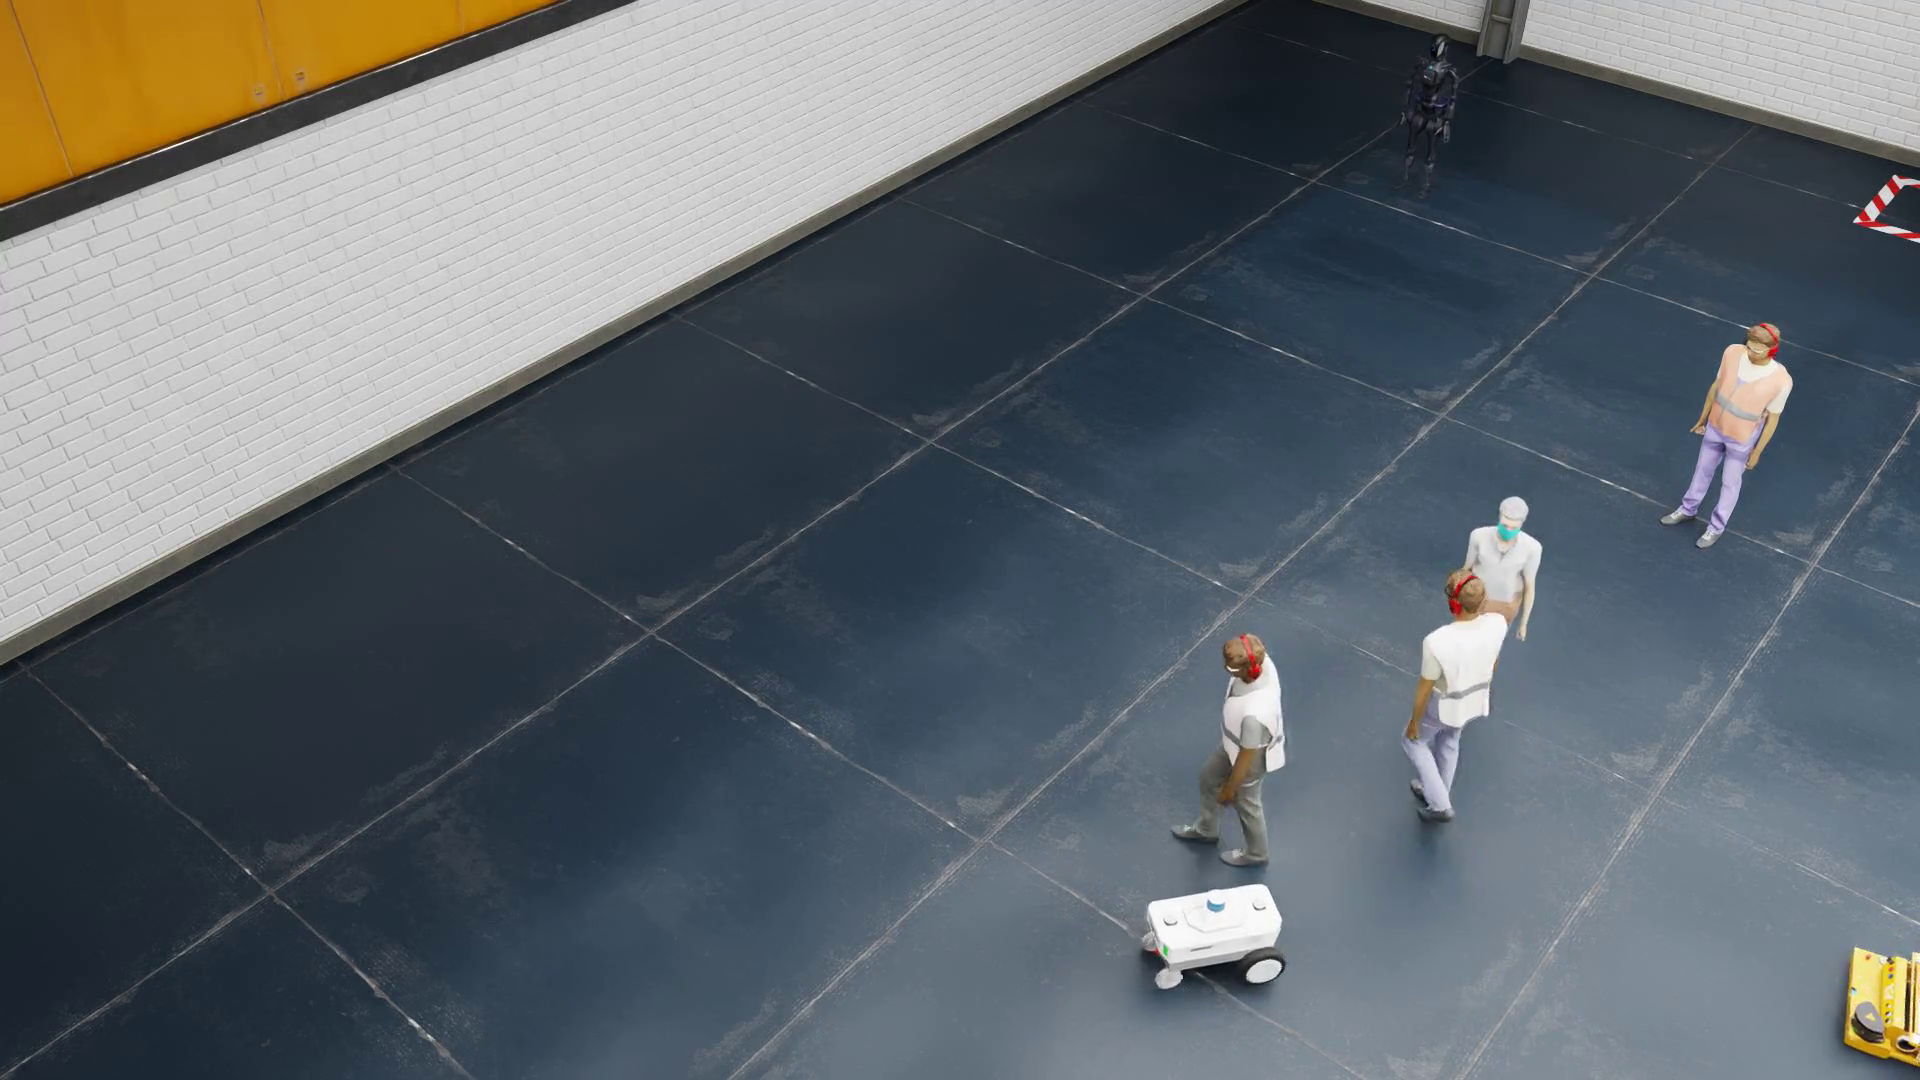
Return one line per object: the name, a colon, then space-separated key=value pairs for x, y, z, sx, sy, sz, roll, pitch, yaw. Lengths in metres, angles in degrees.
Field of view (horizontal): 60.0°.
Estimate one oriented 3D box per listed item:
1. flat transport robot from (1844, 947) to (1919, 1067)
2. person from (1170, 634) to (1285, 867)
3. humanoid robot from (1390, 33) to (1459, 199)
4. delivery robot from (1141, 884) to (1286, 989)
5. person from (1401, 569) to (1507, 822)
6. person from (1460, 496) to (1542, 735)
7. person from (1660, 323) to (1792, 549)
flat transport robot: x=5.578 y=2.681 z=8.958 sx=1.431 sy=0.231 sz=0.659 roll=17 pitch=42 yaw=20
person: x=1.546 y=1.206 z=9.560 sx=0.732 sy=1.808 sz=0.628 roll=5 pitch=39 yaw=6
humanoid robot: x=4.597 y=-4.169 z=16.328 sx=0.315 sy=1.657 sz=0.599 roll=-31 pitch=48 yaw=-33
delivery robot: x=1.421 y=2.190 z=9.334 sx=0.788 sy=0.587 sz=0.499 roll=-7 pitch=39 yaw=-9
person: x=2.891 y=0.974 z=9.841 sx=0.620 sy=1.818 sz=0.458 roll=-18 pitch=42 yaw=-21
person: x=3.414 y=0.391 z=10.661 sx=0.489 sy=1.716 sz=0.869 roll=12 pitch=40 yaw=15
person: x=5.580 y=-0.774 z=11.996 sx=0.391 sy=1.837 sz=0.562 roll=-20 pitch=43 yaw=-23
